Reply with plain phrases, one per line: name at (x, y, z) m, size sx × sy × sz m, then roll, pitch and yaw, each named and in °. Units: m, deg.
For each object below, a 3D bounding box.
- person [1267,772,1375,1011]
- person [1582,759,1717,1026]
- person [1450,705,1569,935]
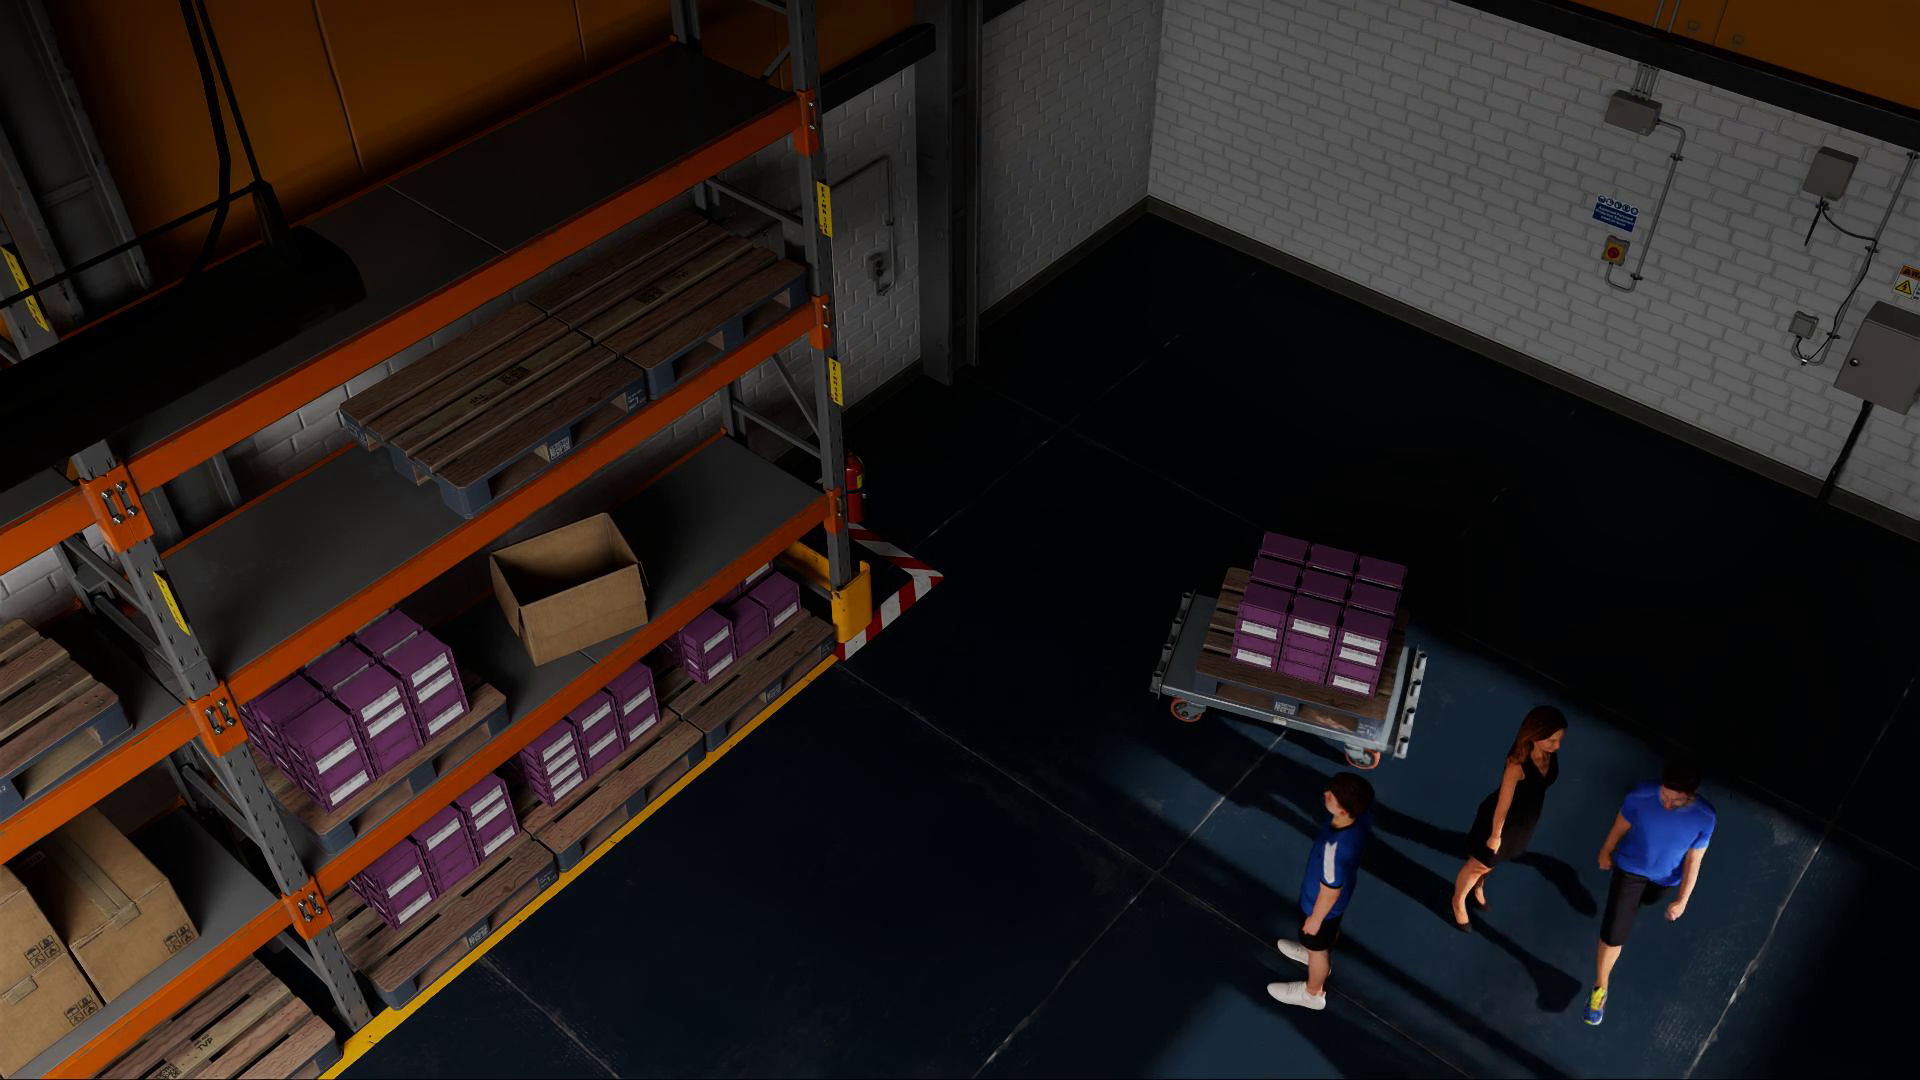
person at (1.974, 1.866, 8.880) m, size 0.771 × 1.865 × 0.625 m, roll 16°, pitch 46°, yaw 16°
person at (3.765, 1.726, 9.065) m, size 0.914 × 1.812 × 1.348 m, roll 14°, pitch 45°, yaw 14°
person at (3.044, 1.550, 9.233) m, size 0.509 × 1.834 × 0.672 m, roll -31°, pitch 52°, yaw -29°
